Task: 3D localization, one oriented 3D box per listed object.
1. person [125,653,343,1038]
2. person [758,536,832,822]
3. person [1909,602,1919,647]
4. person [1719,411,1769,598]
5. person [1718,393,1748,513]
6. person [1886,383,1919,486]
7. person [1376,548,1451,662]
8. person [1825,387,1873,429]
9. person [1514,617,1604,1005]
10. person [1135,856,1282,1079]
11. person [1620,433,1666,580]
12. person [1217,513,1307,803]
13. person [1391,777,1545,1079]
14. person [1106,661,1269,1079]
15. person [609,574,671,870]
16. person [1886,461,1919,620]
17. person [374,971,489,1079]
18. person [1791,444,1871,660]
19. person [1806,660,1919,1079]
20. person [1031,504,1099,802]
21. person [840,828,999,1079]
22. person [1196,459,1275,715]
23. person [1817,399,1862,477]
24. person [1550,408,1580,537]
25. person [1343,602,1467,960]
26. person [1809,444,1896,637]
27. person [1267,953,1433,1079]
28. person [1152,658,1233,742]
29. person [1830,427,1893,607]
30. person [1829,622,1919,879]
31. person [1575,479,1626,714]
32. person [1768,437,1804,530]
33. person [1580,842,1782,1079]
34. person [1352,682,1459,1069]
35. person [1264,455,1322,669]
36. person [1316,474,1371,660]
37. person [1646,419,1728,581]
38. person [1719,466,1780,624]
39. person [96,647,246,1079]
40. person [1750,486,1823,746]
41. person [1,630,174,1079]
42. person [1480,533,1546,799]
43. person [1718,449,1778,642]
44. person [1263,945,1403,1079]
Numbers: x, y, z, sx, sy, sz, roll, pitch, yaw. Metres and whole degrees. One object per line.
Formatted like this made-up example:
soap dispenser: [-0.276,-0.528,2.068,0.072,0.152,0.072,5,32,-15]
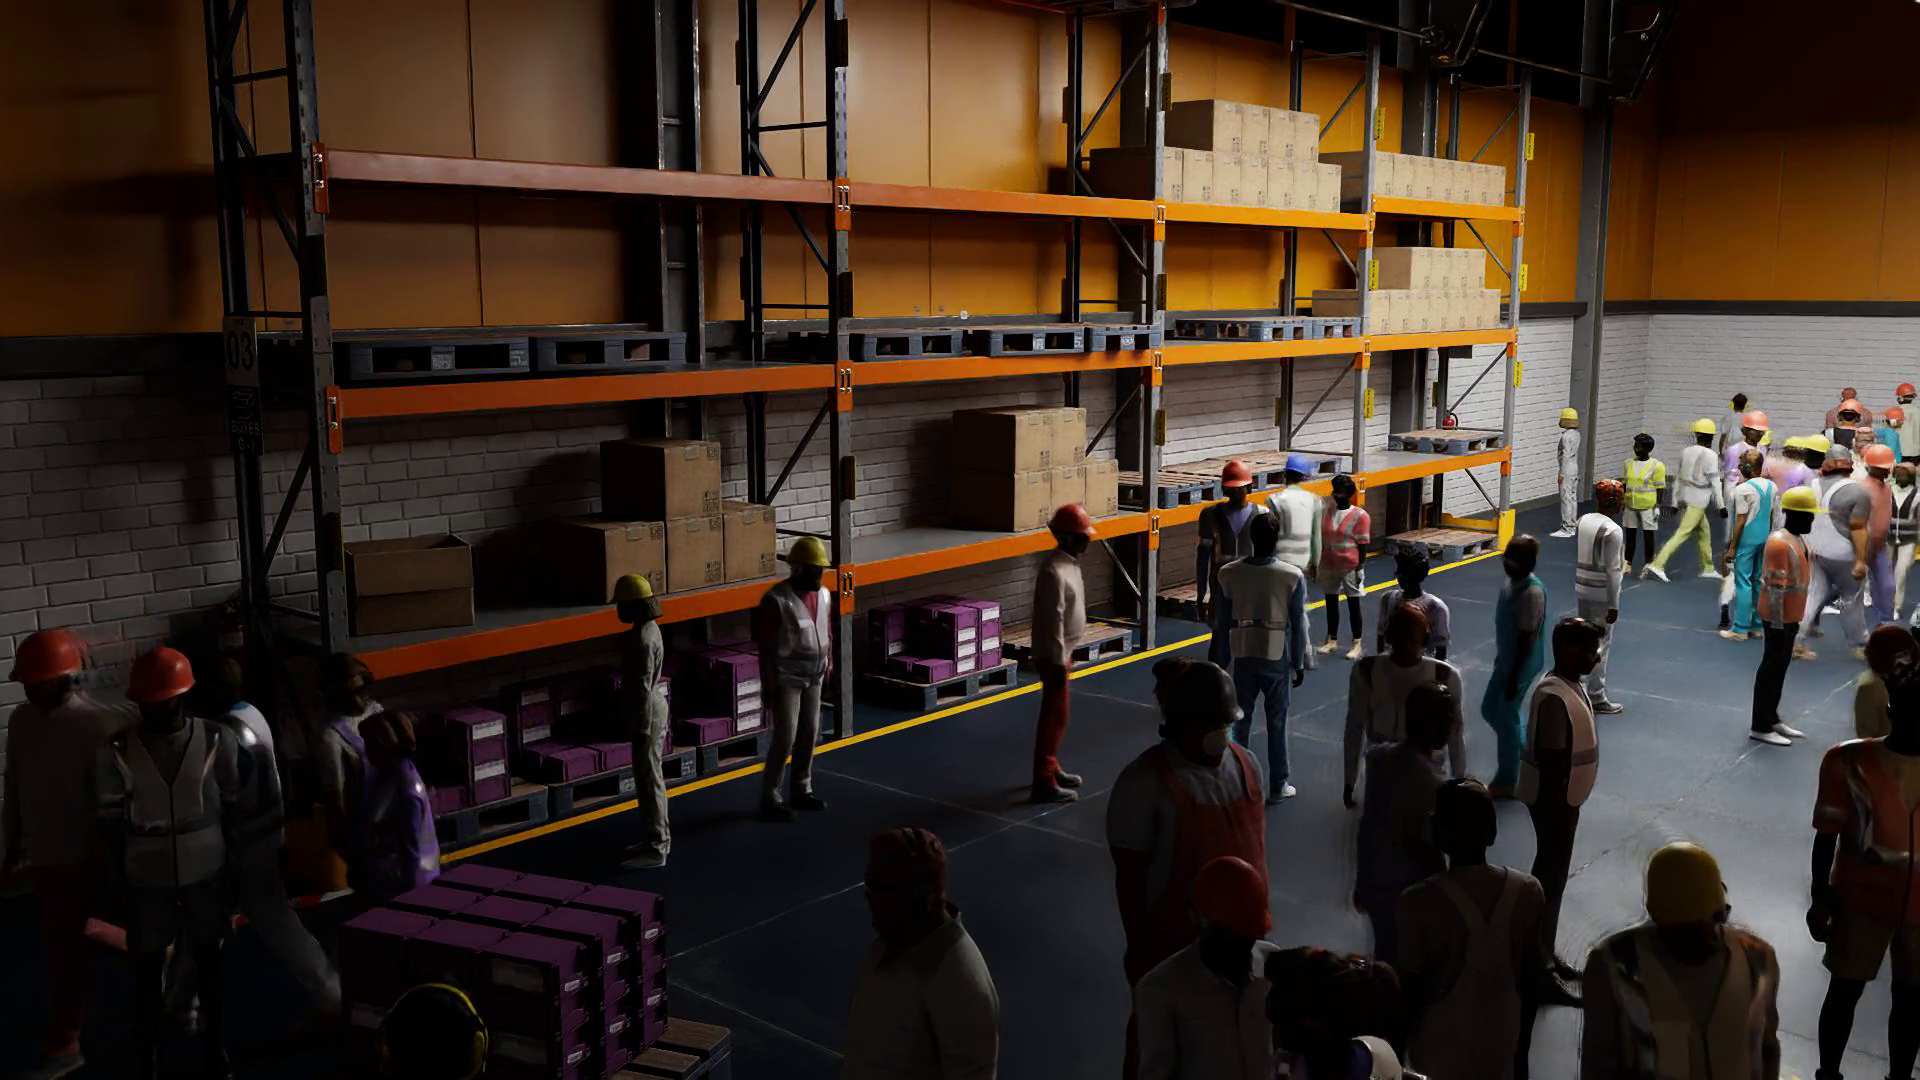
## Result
person: [-3.234,1.387,7.474,0.988,1.796,0.618,-3,9,-20]
person: [-1.034,0.874,10.661,0.414,1.815,0.605,7,11,37]
person: [8.091,0.481,13.626,0.558,1.671,0.409,-1,9,-9]
person: [8.568,-0.388,18.080,0.615,2.038,0.386,-6,11,-34]
person: [11.267,-1.212,24.119,0.565,1.821,0.977,2,9,15]
person: [13.501,-1.252,23.829,0.615,1.986,0.404,-1,9,-6]
person: [2.951,0.892,10.924,0.320,1.697,0.537,-8,12,-40]
person: [12.903,-1.273,24.243,0.639,1.902,0.407,2,9,12]
person: [2.874,1.273,8.008,0.390,1.841,0.566,4,10,23]
person: [0.793,1.786,5.016,0.559,1.743,0.349,-5,10,-27]
person: [7.856,-0.390,19.194,0.322,1.697,0.531,-6,11,-34]
person: [1.980,0.778,10.956,0.589,1.920,0.392,3,9,21]
person: [1.635,1.676,5.438,0.505,1.839,0.344,-2,9,-10]
person: [0.911,1.447,6.247,0.683,2.000,0.536,-6,10,-32]
person: [-1.881,1.055,9.781,0.324,1.729,0.490,-2,9,-10]
person: [9.589,-0.007,16.993,0.517,1.623,0.506,7,11,38]
person: [-1.183,1.905,3.841,0.521,1.873,0.335,-2,9,-14]
person: [7.914,0.082,15.052,0.951,2.000,0.744,-4,10,-25]
person: [3.700,1.429,6.602,0.614,1.962,0.366,2,9,13]
person: [0.695,0.744,11.016,0.461,1.977,0.619,2,9,15]
person: [-0.142,1.745,4.759,0.407,1.904,0.655,-4,10,-22]
person: [2.173,0.377,13.138,0.615,2.040,0.391,1,9,8]
person: [10.621,-0.680,20.012,0.613,2.029,0.409,4,10,24]
person: [8.162,-0.910,22.403,0.297,1.743,0.493,7,11,37]
person: [2.251,1.209,8.474,0.571,1.834,0.951,6,11,33]
person: [8.471,0.038,15.685,0.605,1.949,1.018,-4,10,-26]
person: [1.057,1.925,4.528,0.521,1.610,0.738,7,11,37]
person: [0.987,1.427,7.128,0.419,1.851,0.603,6,11,35]
person: [9.494,-0.243,17.577,0.651,1.906,0.404,2,9,15]
person: [5.013,1.228,9.055,0.533,1.630,0.400,-7,11,-37]
person: [5.090,0.446,13.238,0.357,1.880,0.568,-1,9,-8]
person: [9.096,-0.269,18.307,0.529,1.728,0.817,7,11,39]
person: [2.158,1.783,4.873,0.604,1.791,0.813,1,9,3]
person: [1.751,1.475,6.789,0.567,1.816,0.554,-3,9,-18]
person: [2.896,0.178,14.935,0.592,1.877,0.941,-7,11,-36]
person: [3.475,0.239,15.158,0.319,1.690,0.530,-8,12,-42]
person: [8.376,-0.441,19.099,1.034,1.888,0.603,-1,9,-5]
person: [7.887,0.052,16.652,0.764,1.613,0.518,-9,12,-44]
person: [-3.282,1.388,6.970,0.547,1.934,0.376,-4,10,-26]
person: [6.154,0.553,12.380,0.381,1.924,0.594,7,11,38]
person: [-3.854,1.321,7.319,0.630,1.967,0.825,4,10,25]
person: [3.648,0.840,10.906,0.478,1.820,0.584,1,9,4]
person: [7.532,0.052,15.881,0.504,1.843,0.345,-4,10,-26]
person: [0.829,1.878,4.130,0.607,1.824,0.580,5,10,28]
